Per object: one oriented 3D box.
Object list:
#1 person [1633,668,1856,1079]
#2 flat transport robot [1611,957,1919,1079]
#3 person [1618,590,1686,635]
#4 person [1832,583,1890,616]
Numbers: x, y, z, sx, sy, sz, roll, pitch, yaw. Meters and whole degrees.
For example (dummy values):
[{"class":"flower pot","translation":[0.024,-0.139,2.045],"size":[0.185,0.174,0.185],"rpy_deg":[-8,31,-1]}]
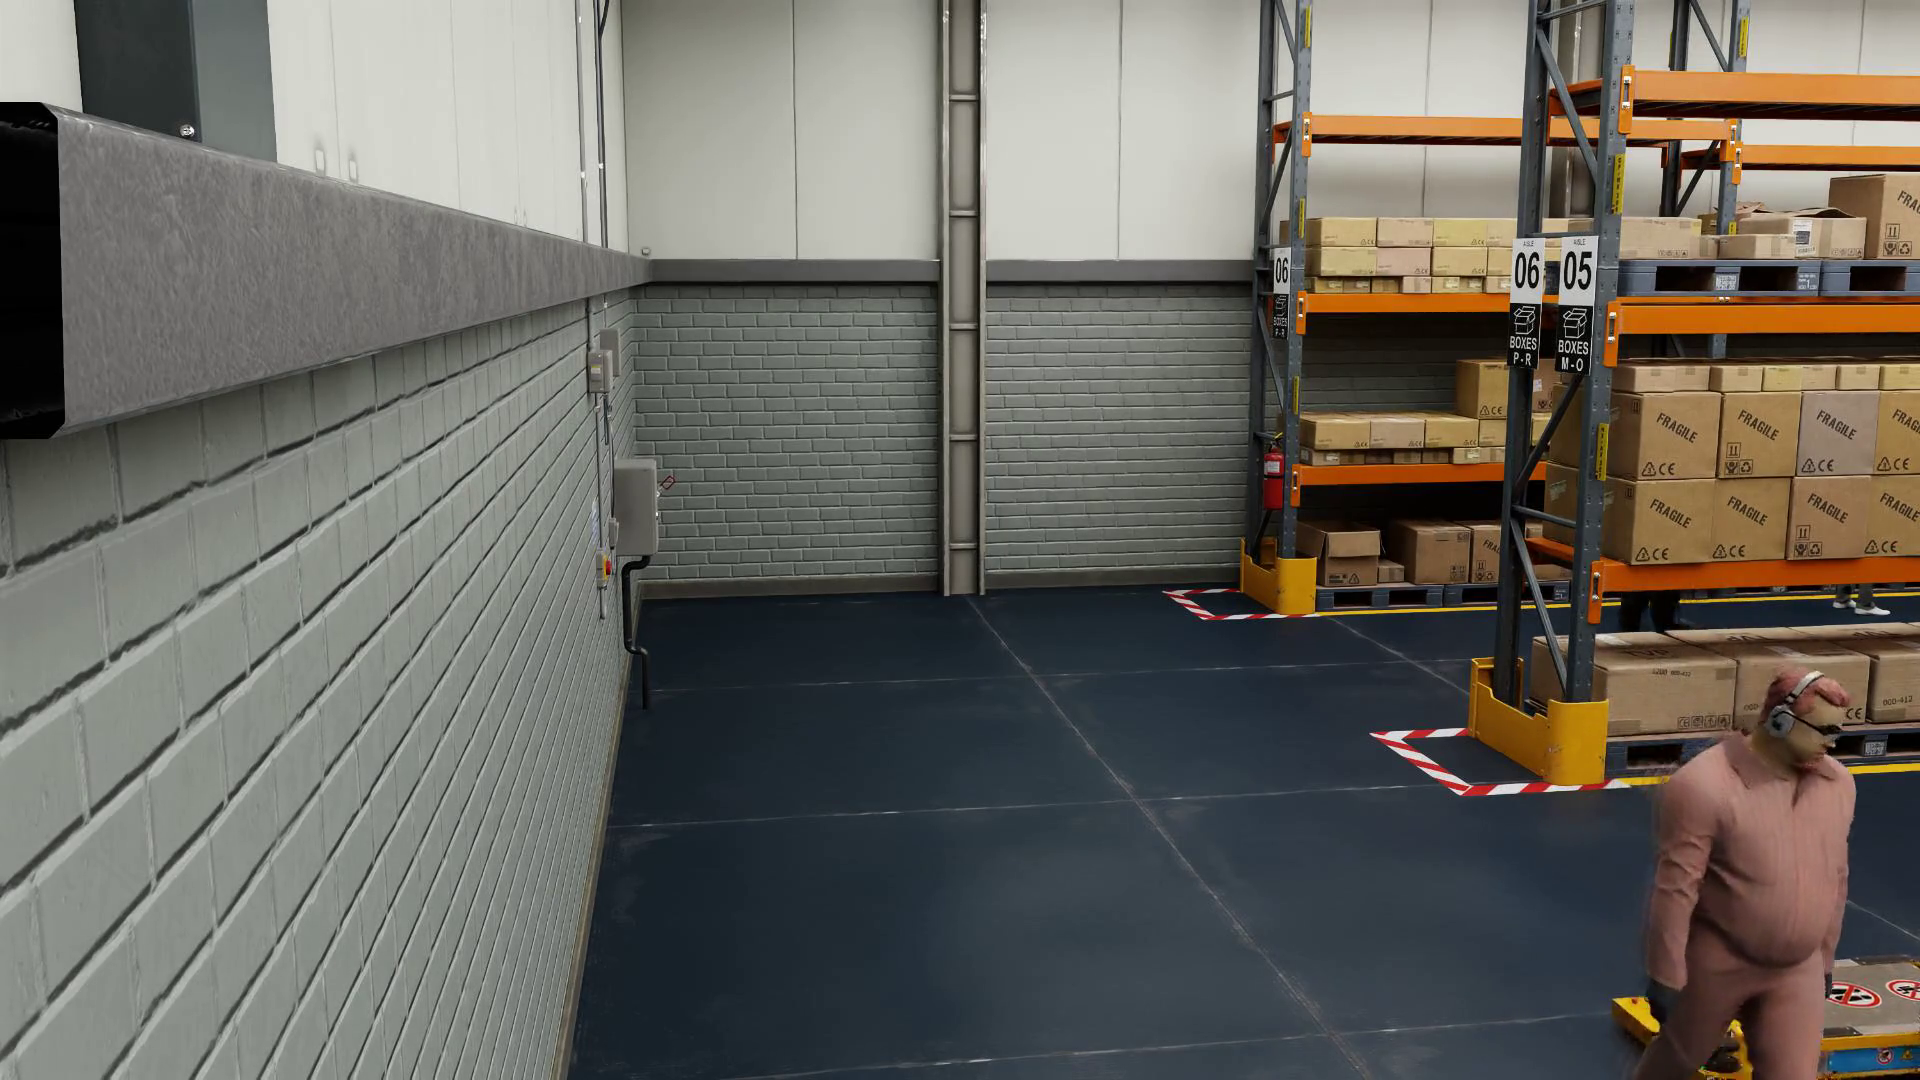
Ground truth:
[{"class":"person","translation":[2.443,1.279,5.215],"size":[0.693,1.857,0.956],"rpy_deg":[-1,9,-7]},{"class":"flat transport robot","translation":[3.369,1.862,6.454],"size":[1.431,0.197,0.652],"rpy_deg":[-1,9,-7]},{"class":"person","translation":[4.950,0.208,11.684],"size":[0.838,1.895,0.596],"rpy_deg":[-2,9,-9]},{"class":"person","translation":[8.053,-0.288,14.672],"size":[0.402,1.919,0.589],"rpy_deg":[-2,9,-12]}]
